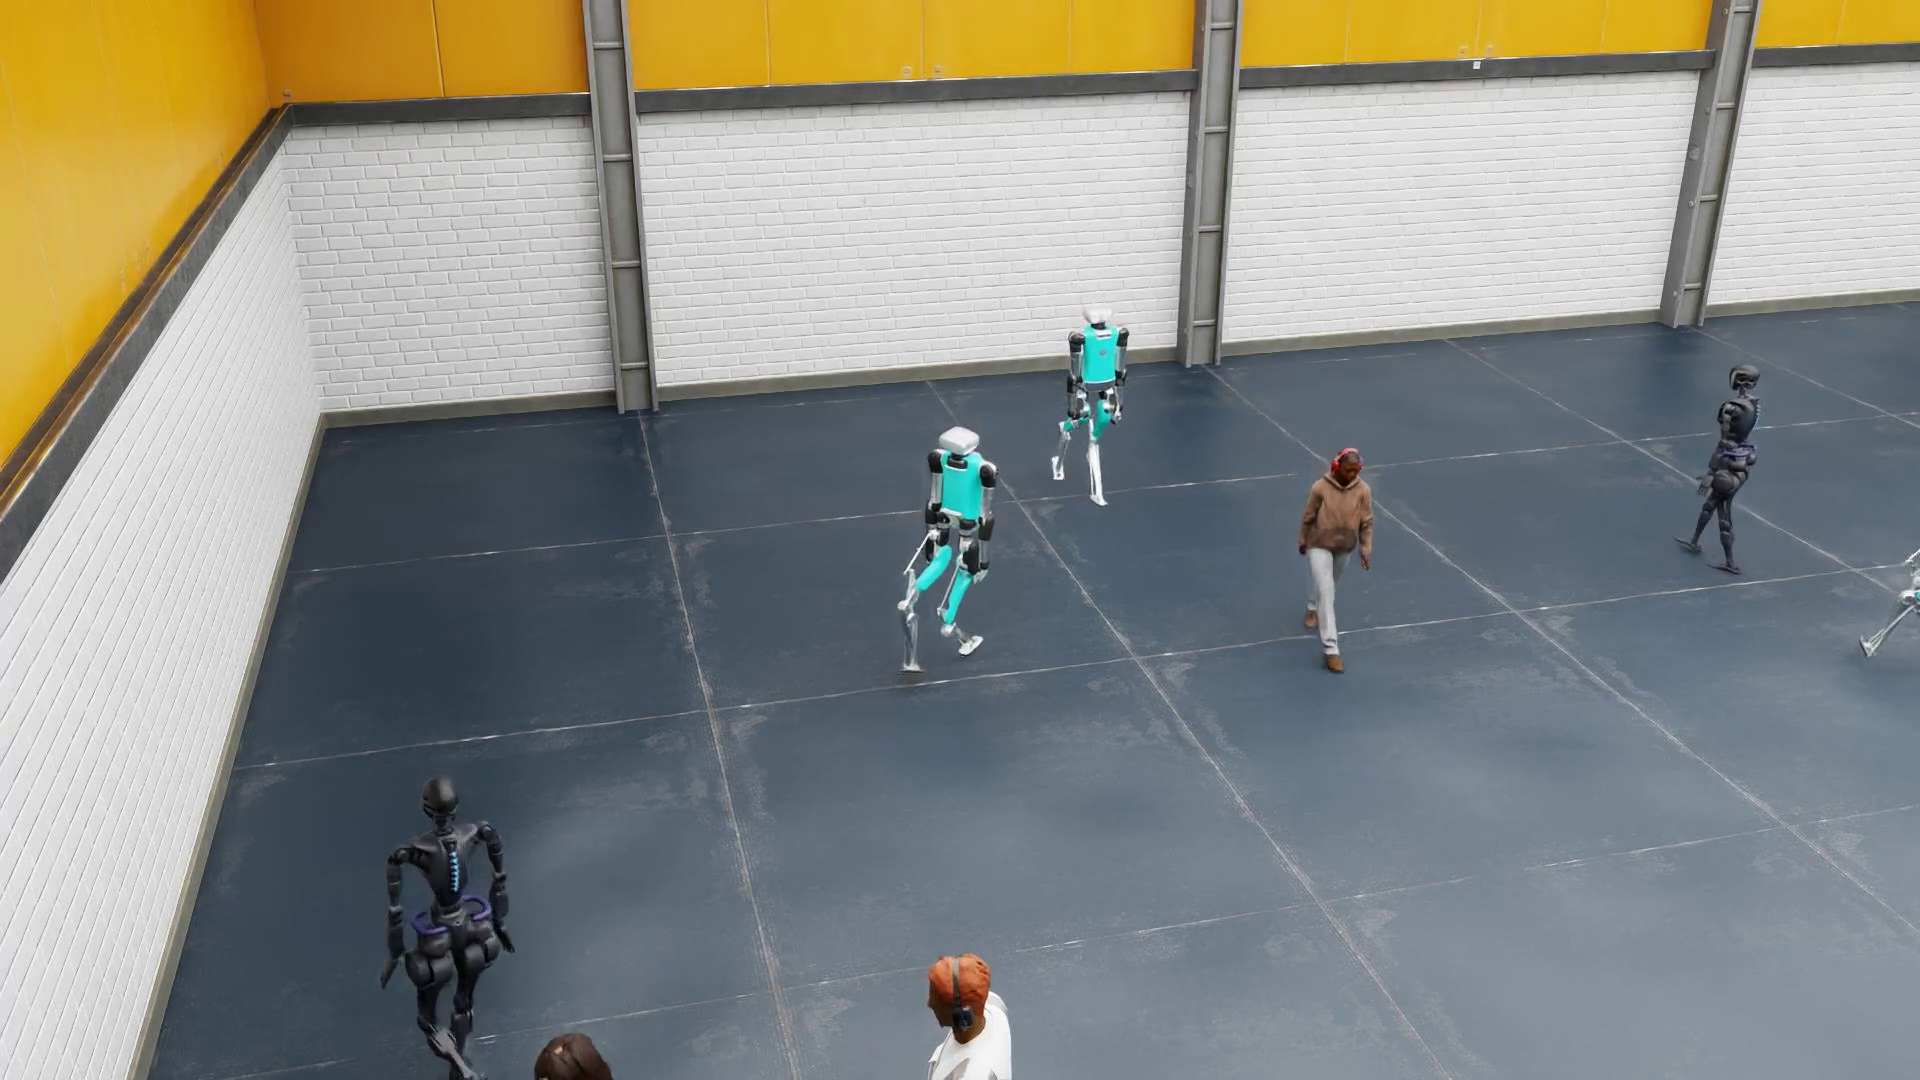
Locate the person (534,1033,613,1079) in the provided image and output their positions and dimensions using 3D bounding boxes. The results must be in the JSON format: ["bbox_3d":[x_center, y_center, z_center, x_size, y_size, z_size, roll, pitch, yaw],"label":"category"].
[{"bbox_3d":[-1.348,2.494,5.885,0.481,1.726,0.834,15,28,31],"label":"person"}]

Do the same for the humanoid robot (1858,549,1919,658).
[{"bbox_3d":[6.721,0.063,11.460,0.883,1.831,0.556,6,24,13],"label":"humanoid robot"}]

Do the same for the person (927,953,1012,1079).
[{"bbox_3d":[0.017,2.303,6.127,0.357,1.886,0.573,3,24,6],"label":"person"}]

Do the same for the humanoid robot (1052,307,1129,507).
[{"bbox_3d":[1.042,-1.233,14.363,0.539,1.777,0.933,-8,25,-19],"label":"humanoid robot"}]

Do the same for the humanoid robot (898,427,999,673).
[{"bbox_3d":[-0.161,0.179,11.205,0.531,1.780,1.048,15,28,31],"label":"humanoid robot"}]

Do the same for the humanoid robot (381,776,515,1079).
[{"bbox_3d":[-2.301,1.818,7.507,0.611,1.630,0.487,-18,30,-36],"label":"humanoid robot"}]

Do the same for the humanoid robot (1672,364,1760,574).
[{"bbox_3d":[5.921,-0.580,12.950,0.633,1.638,0.596,21,31,39],"label":"humanoid robot"}]

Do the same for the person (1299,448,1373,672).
[{"bbox_3d":[2.618,0.027,11.667,0.467,1.581,0.925,-2,24,-4],"label":"person"}]
